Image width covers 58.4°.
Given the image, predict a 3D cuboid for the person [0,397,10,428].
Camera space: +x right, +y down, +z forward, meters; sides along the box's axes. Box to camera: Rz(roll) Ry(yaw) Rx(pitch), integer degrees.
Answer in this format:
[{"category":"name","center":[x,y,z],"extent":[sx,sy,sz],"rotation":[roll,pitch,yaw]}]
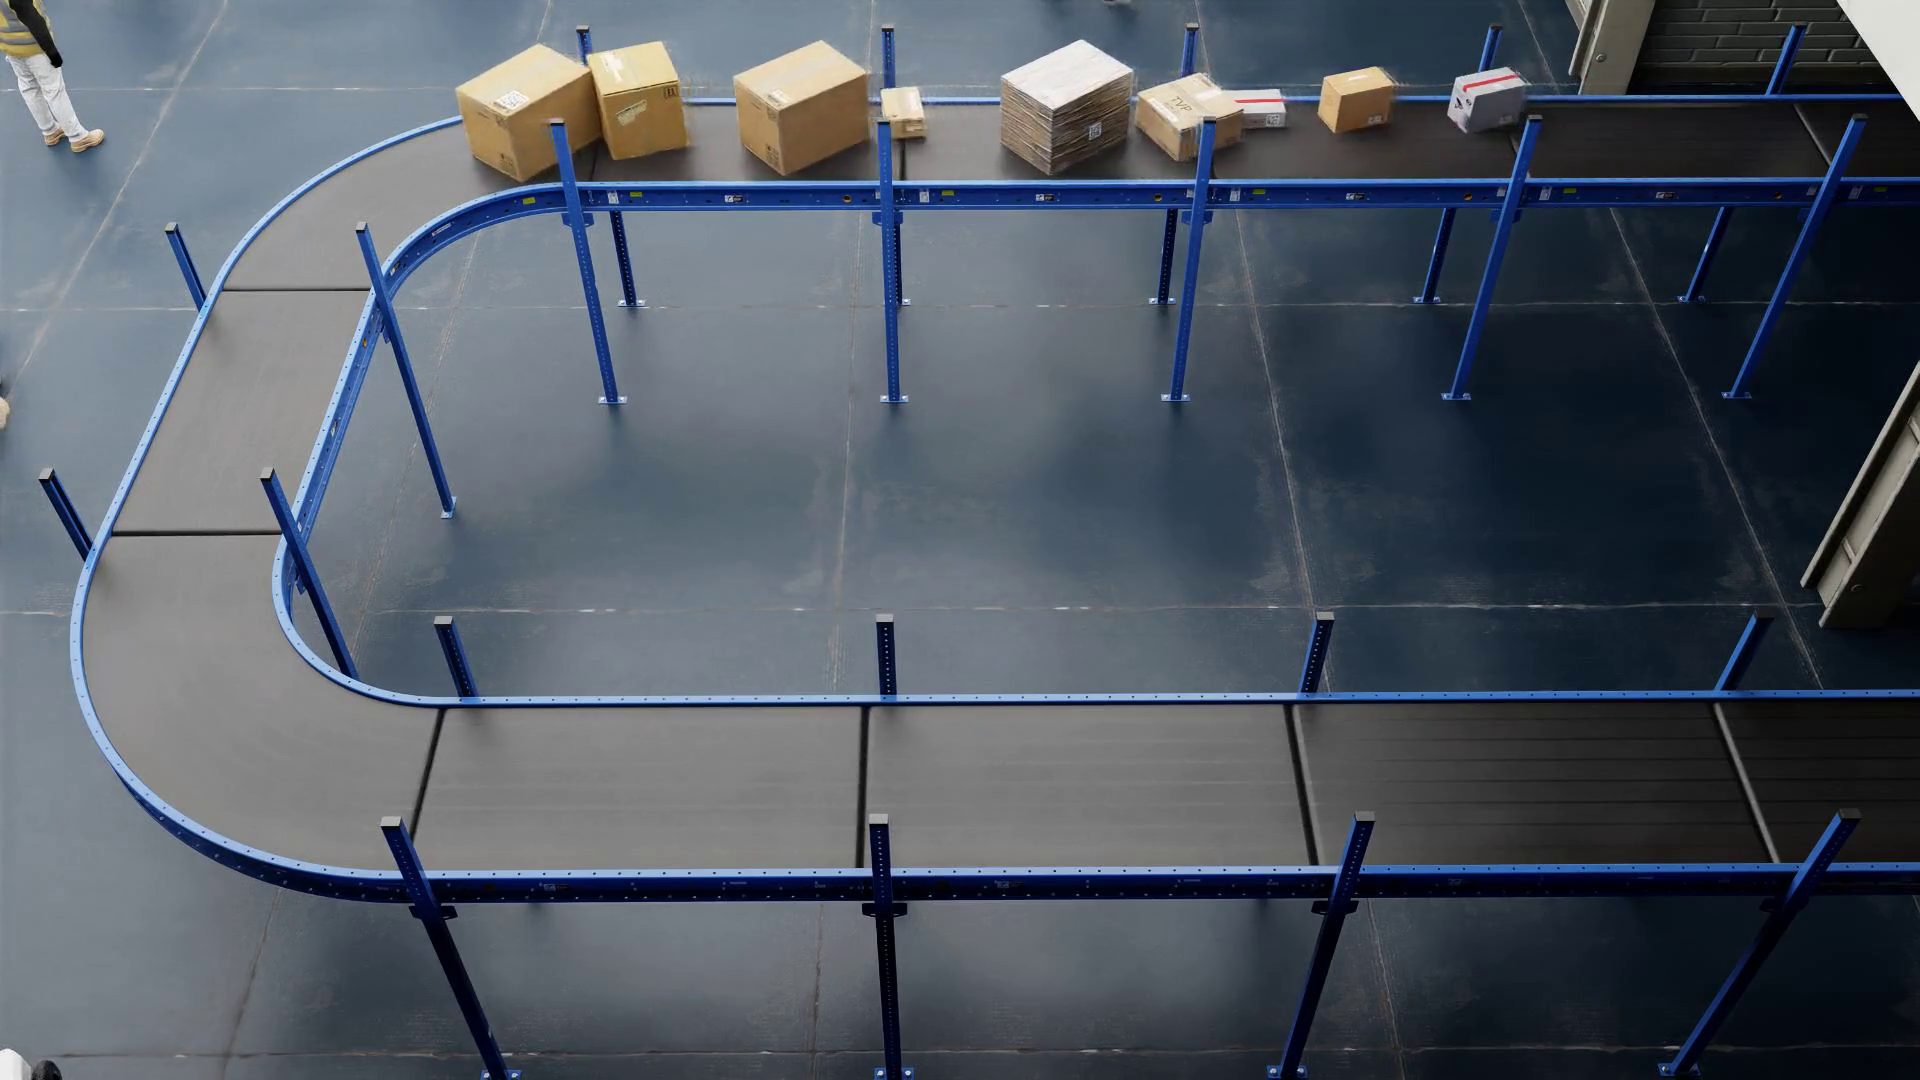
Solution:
[{"category":"person","center":[-6.767,-1.258,11.217],"extent":[0.633,1.817,0.844],"rotation":[-10,48,-9]}]

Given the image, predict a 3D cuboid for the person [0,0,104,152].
[{"category":"person","center":[-7.445,-3.969,13.725],"extent":[0.626,1.842,0.429],"rotation":[18,50,16]}]

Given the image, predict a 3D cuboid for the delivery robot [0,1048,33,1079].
[{"category":"delivery robot","center":[-4.638,2.820,8.215],"extent":[0.477,0.478,0.707],"rotation":[-16,49,-14]}]

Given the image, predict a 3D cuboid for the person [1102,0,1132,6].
[{"category":"person","center":[1.124,-5.668,15.288],"extent":[1.037,1.896,0.636],"rotation":[29,53,24]}]
